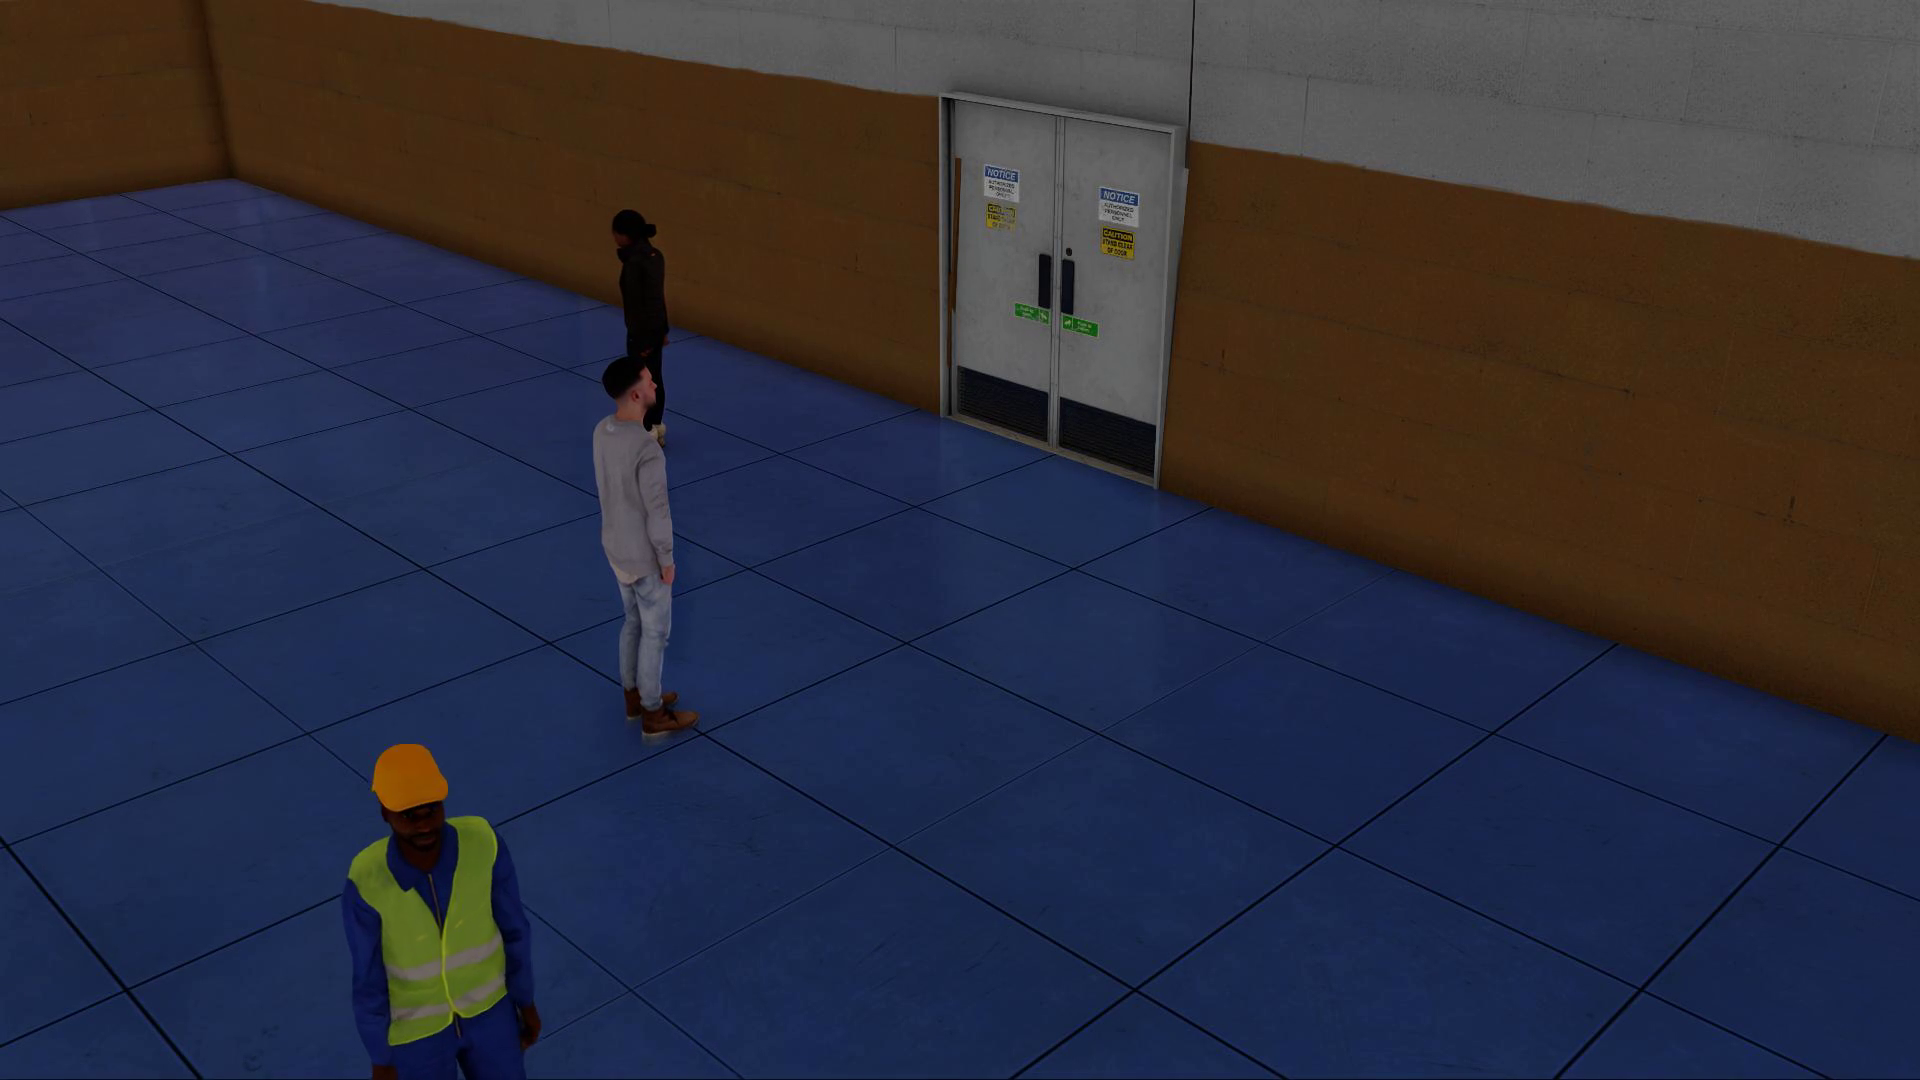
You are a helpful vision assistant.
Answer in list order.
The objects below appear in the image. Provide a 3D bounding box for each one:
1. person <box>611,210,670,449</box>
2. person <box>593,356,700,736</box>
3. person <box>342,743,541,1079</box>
[{"bbox_3d":[-2.096,-1.386,11.131,0.751,1.654,0.687,-2,24,-5],"label":"person"},{"bbox_3d":[-1.480,0.028,7.671,0.580,1.838,0.679,-19,30,-37],"label":"person"},{"bbox_3d":[-1.462,1.331,4.736,0.605,1.803,0.762,-16,28,-32],"label":"person"}]
